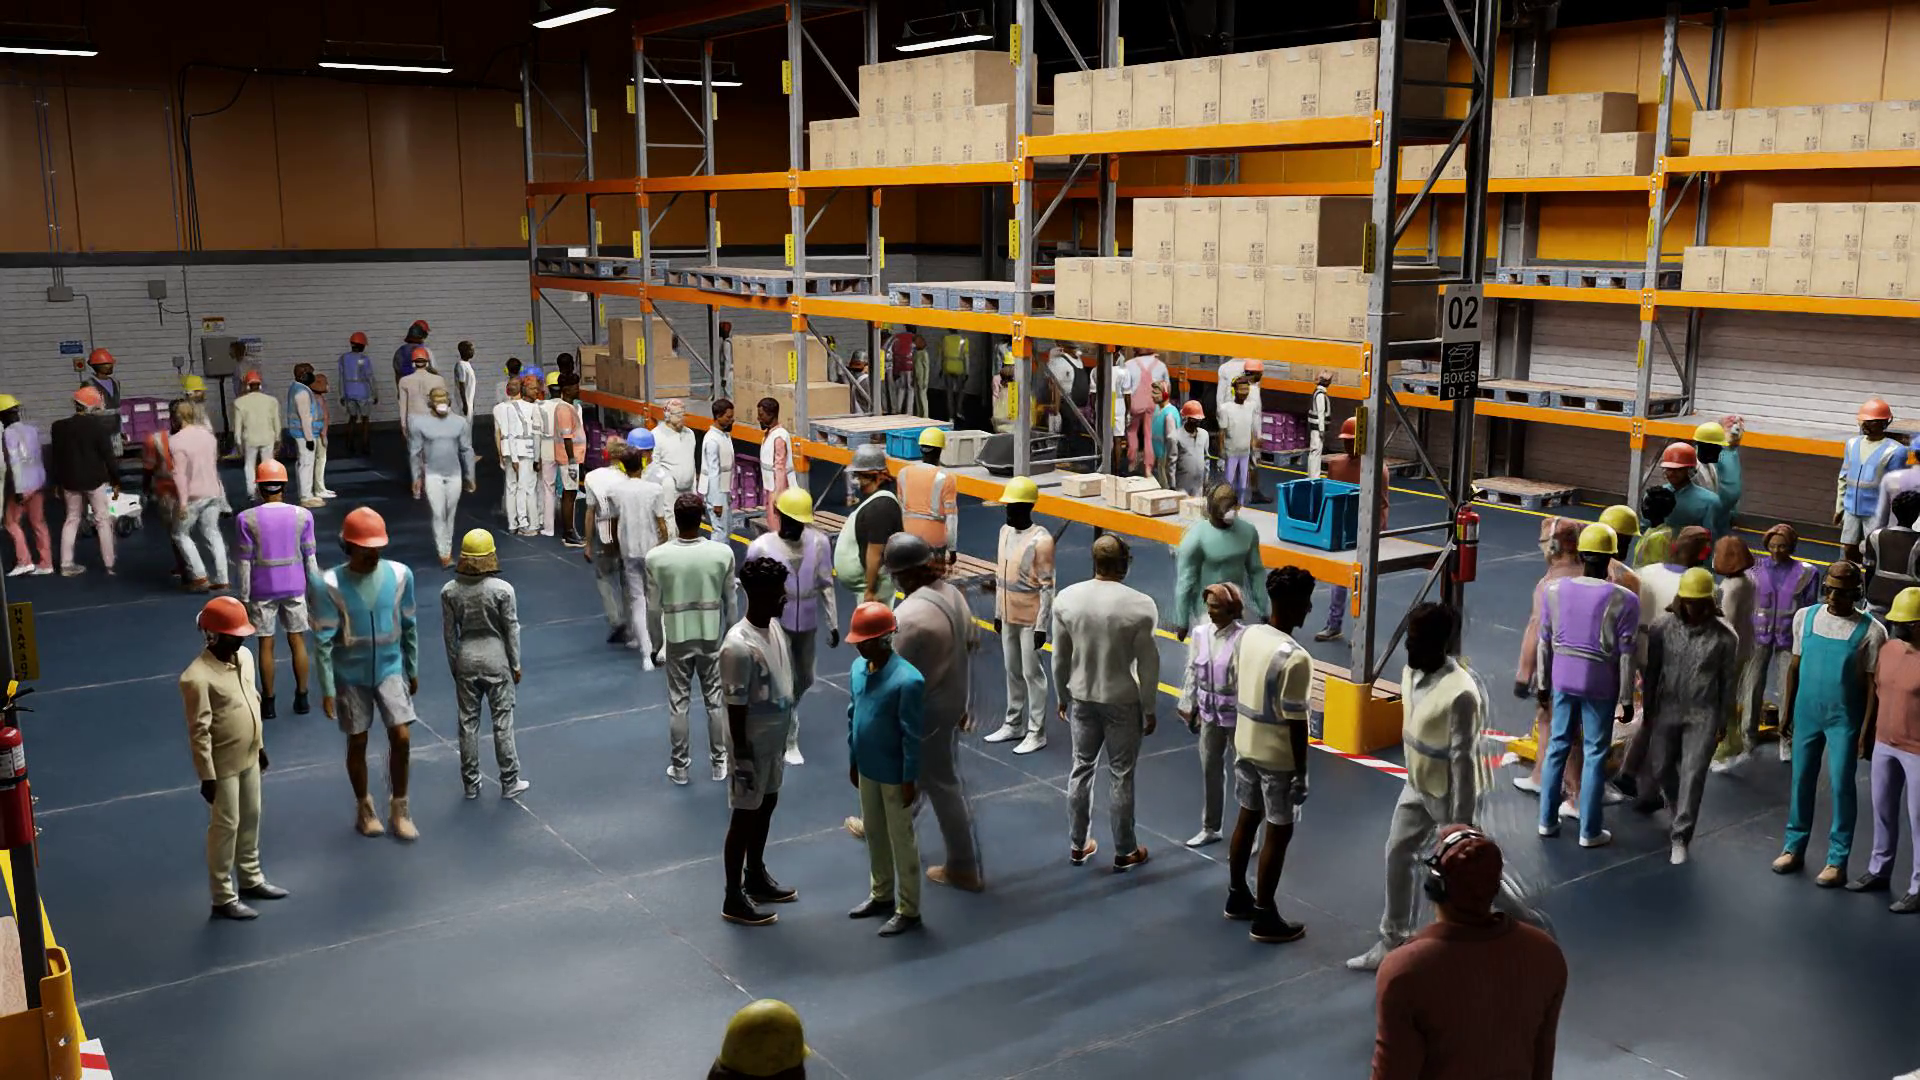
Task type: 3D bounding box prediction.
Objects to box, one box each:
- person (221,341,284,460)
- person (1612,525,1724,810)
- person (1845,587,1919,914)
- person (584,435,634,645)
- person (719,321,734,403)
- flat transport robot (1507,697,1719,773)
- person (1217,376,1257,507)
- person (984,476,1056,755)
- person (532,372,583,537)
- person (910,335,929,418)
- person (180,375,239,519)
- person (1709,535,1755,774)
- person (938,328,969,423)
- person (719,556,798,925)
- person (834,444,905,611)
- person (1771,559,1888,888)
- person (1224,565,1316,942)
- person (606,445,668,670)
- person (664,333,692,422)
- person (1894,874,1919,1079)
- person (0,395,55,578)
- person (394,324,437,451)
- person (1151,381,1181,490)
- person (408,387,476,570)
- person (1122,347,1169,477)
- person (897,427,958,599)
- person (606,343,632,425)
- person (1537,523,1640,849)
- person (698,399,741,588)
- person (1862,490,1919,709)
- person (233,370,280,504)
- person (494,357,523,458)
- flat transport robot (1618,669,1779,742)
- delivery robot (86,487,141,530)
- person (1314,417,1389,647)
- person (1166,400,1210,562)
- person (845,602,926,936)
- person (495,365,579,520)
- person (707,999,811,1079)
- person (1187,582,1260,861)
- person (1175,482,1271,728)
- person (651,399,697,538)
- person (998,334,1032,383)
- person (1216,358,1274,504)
[{"bbox_3d":[-10.807,-2.123,25.293,0.837,1.824,0.515,-6,12,-27],"label":"person"},{"bbox_3d":[4.397,0.805,10.308,0.478,1.812,0.609,-6,13,-28],"label":"person"},{"bbox_3d":[5.044,1.112,8.895,0.342,1.760,0.527,-3,12,-16],"label":"person"},{"bbox_3d":[-2.950,0.014,14.326,0.603,1.823,0.438,-5,12,-25],"label":"person"},{"bbox_3d":[-4.027,-2.836,28.771,0.353,1.883,0.573,0,11,1],"label":"person"},{"bbox_3d":[4.538,1.344,11.517,1.431,0.197,0.652,-7,13,-31],"label":"flat transport robot"},{"bbox_3d":[3.217,-0.976,19.287,0.534,1.868,0.309,-6,12,-26],"label":"person"},{"bbox_3d":[0.423,0.512,11.517,0.360,1.930,0.589,-7,13,-34],"label":"person"},{"bbox_3d":[-4.659,-0.991,19.267,0.591,1.911,0.398,-6,13,-30],"label":"person"},{"bbox_3d":[-0.724,-2.783,29.161,0.335,1.625,0.539,-7,13,-32],"label":"person"},{"bbox_3d":[-9.335,-1.119,20.272,0.947,1.791,0.583,-3,11,-14],"label":"person"},{"bbox_3d":[5.048,0.765,10.995,0.319,1.622,0.530,9,14,40],"label":"person"},{"bbox_3d":[-0.104,-3.059,29.894,0.581,1.896,0.563,2,11,8],"label":"person"},{"bbox_3d":[-1.057,1.042,8.750,0.367,1.958,0.610,3,11,15],"label":"person"},{"bbox_3d":[-0.674,0.275,12.444,0.535,2.000,0.691,0,11,-1],"label":"person"},{"bbox_3d":[4.831,1.002,9.255,0.349,1.839,0.504,-8,14,-37],"label":"person"},{"bbox_3d":[1.614,1.083,8.544,0.377,1.956,0.606,-5,12,-22],"label":"person"},{"bbox_3d":[-2.623,0.125,13.740,0.527,1.837,0.674,0,11,-2],"label":"person"},{"bbox_3d":[-4.627,-2.393,26.633,0.958,1.827,0.574,7,13,31],"label":"person"},{"bbox_3d":[4.168,1.451,6.816,0.401,1.894,0.654,-2,11,-9],"label":"person"},{"bbox_3d":[-9.628,-0.548,17.089,0.579,1.870,0.647,0,11,0],"label":"person"},{"bbox_3d":[-8.472,-2.387,26.069,0.691,2.000,0.542,5,12,24],"label":"person"},{"bbox_3d":[2.377,-0.921,19.123,0.407,1.831,0.574,-1,11,-4],"label":"person"},{"bbox_3d":[-5.371,-0.633,17.427,0.655,1.906,0.900,-7,13,-34],"label":"person"},{"bbox_3d":[2.608,-1.947,23.817,0.715,2.000,0.819,-1,11,-5],"label":"person"},{"bbox_3d":[-0.265,-0.013,14.255,0.583,1.916,0.416,6,13,29],"label":"person"},{"bbox_3d":[-5.569,-2.646,27.740,0.635,1.912,0.811,-5,12,-25],"label":"person"},{"bbox_3d":[3.707,0.848,9.840,0.592,1.918,0.394,11,15,43],"label":"person"},{"bbox_3d":[-2.394,-0.453,16.531,0.404,1.906,0.598,0,11,2],"label":"person"},{"bbox_3d":[6.954,0.470,12.351,0.319,1.693,0.532,-7,13,-33],"label":"person"},{"bbox_3d":[-8.973,-1.295,21.260,0.558,1.734,0.443,-5,12,-25],"label":"person"},{"bbox_3d":[-5.849,-1.476,21.881,0.582,1.853,0.405,-5,12,-24],"label":"person"},{"bbox_3d":[5.259,1.191,12.298,0.652,0.197,1.431,-7,13,-31],"label":"flat transport robot"},{"bbox_3d":[-9.846,-0.376,19.351,0.477,0.478,0.707,0,11,-2],"label":"delivery robot"},{"bbox_3d":[3.379,-0.072,14.335,0.381,1.996,0.608,-10,15,-43],"label":"person"},{"bbox_3d":[2.467,-0.632,17.849,0.568,1.743,0.350,-7,13,-33],"label":"person"},{"bbox_3d":[-0.416,1.168,8.653,0.354,1.738,0.574,-9,14,-39],"label":"person"},{"bbox_3d":[-5.234,-1.173,20.238,1.002,1.908,0.607,-2,11,-9],"label":"person"},{"bbox_3d":[-0.518,2.017,4.328,0.490,1.730,0.321,5,12,25],"label":"person"},{"bbox_3d":[1.535,1.037,9.610,0.324,1.631,0.520,-10,15,-40],"label":"person"},{"bbox_3d":[1.817,0.518,11.645,0.637,1.884,1.066,-8,13,-34],"label":"person"},{"bbox_3d":[-2.826,-0.456,16.548,0.400,1.903,0.643,8,13,34],"label":"person"},{"bbox_3d":[0.900,-2.597,27.457,0.597,1.918,0.382,5,12,26],"label":"person"},{"bbox_3d":[3.668,-1.379,21.218,0.749,1.918,0.587,-1,11,-4],"label":"person"}]
